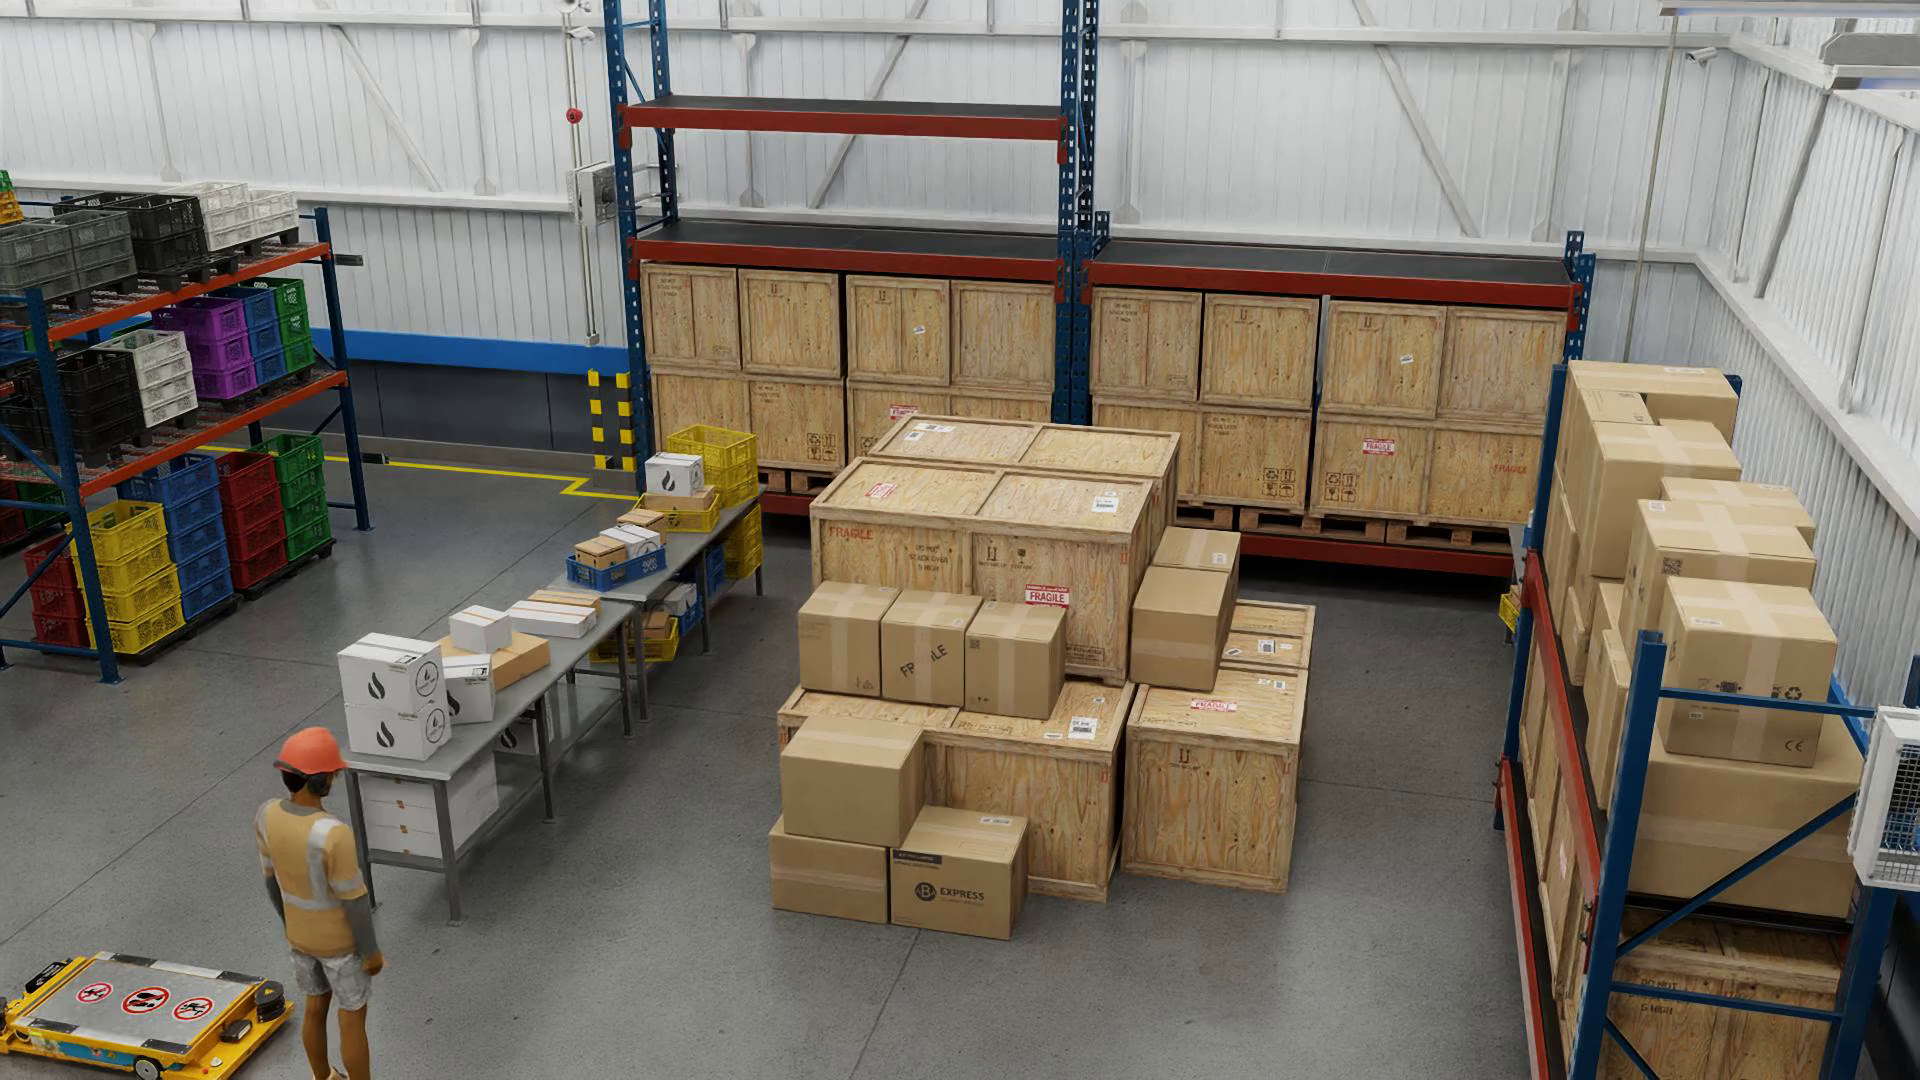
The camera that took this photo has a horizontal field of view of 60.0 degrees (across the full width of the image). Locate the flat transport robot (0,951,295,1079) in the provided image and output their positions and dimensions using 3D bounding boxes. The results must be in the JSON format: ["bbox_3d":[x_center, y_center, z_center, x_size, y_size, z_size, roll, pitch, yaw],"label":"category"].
[{"bbox_3d":[-4.270,2.464,8.601,1.431,0.231,0.659,5,22,13],"label":"flat transport robot"}]

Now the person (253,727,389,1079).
[{"bbox_3d":[-2.951,1.822,7.811,0.604,2.033,0.396,12,24,28],"label":"person"}]
